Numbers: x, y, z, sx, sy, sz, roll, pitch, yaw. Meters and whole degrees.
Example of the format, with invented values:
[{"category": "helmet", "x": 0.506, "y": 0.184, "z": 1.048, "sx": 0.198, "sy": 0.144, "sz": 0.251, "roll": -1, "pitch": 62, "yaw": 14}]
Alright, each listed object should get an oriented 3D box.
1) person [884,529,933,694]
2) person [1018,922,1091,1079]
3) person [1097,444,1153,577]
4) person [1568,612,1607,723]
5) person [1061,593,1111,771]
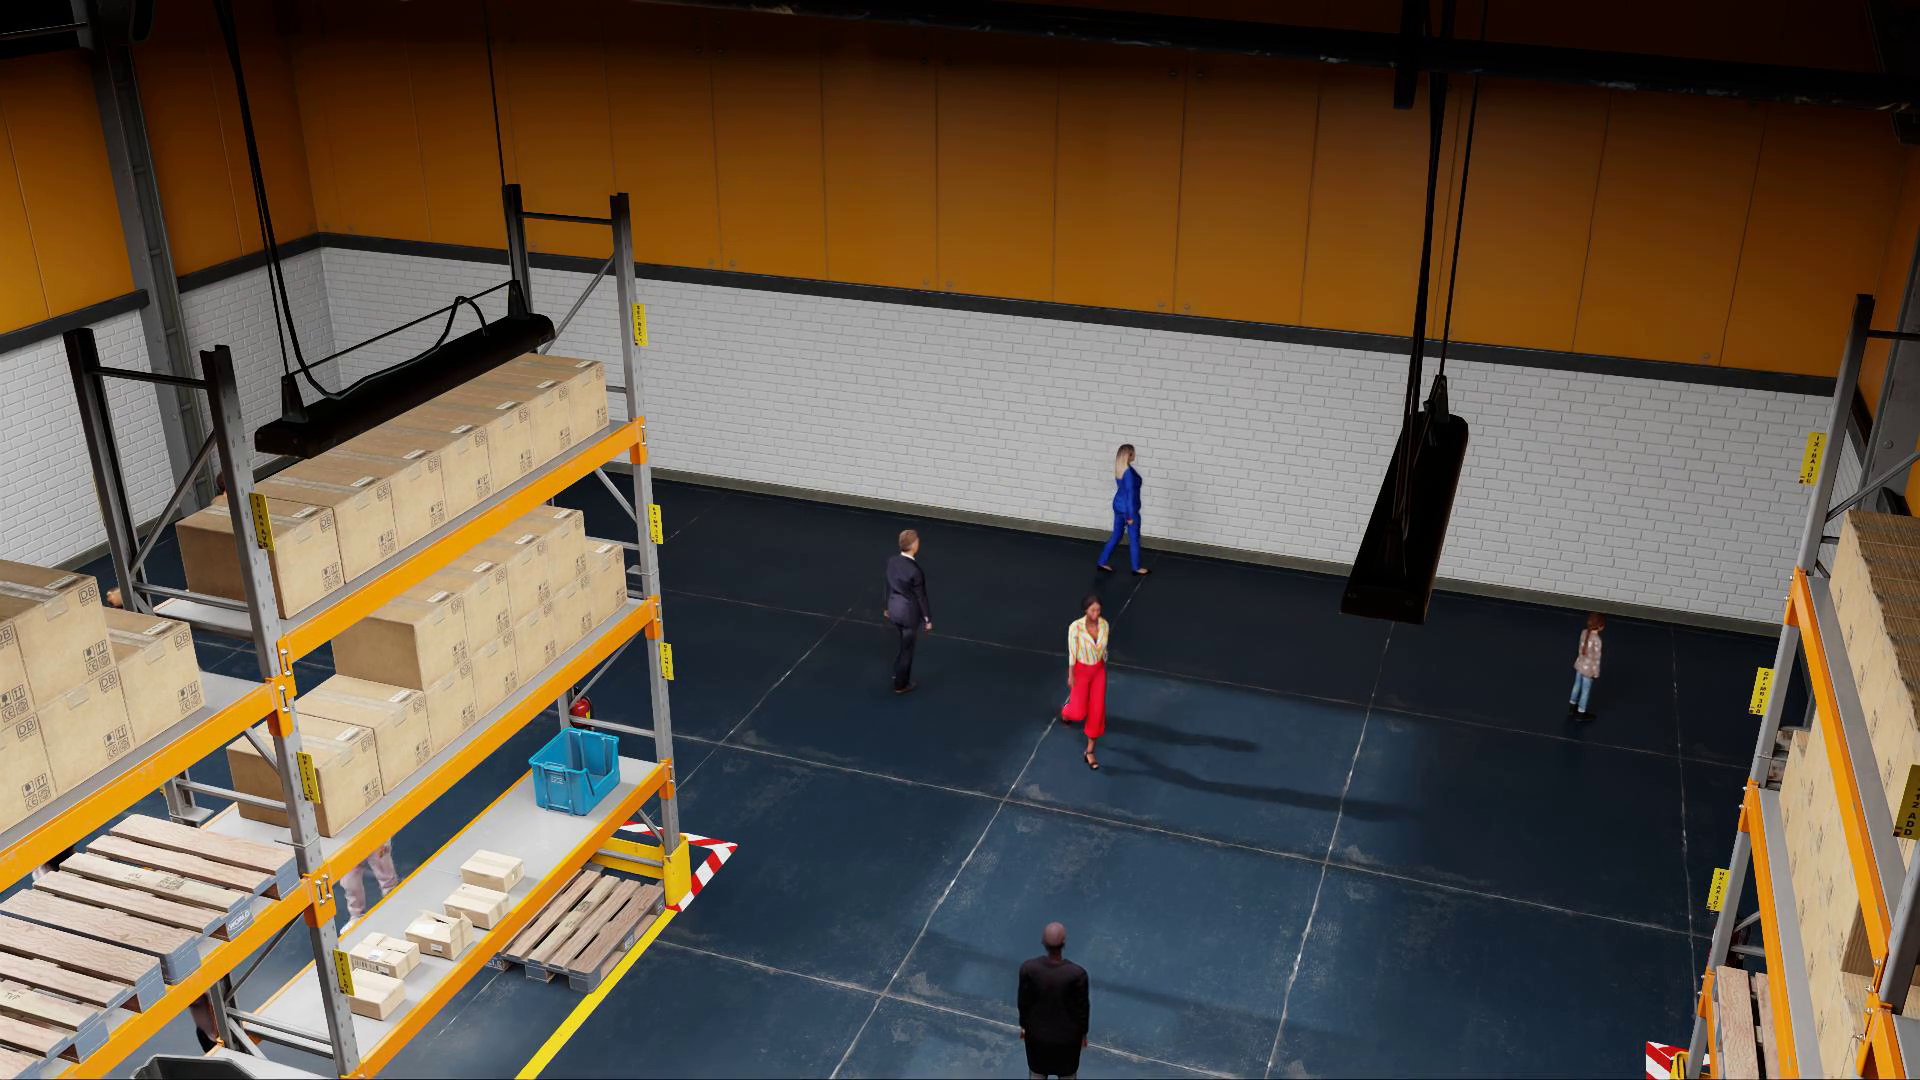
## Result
[{"category": "person", "x": -0.632, "y": 0.757, "z": 17.266, "sx": 0.828, "sy": 1.801, "sz": 0.831, "roll": -20, "pitch": 31, "yaw": -39}, {"category": "person", "x": 0.630, "y": 3.370, "z": 11.336, "sx": 0.678, "sy": 1.763, "sz": 0.607, "roll": 4, "pitch": 24, "yaw": 10}, {"category": "person", "x": 1.912, "y": -0.342, "z": 19.921, "sx": 0.985, "sy": 1.688, "sz": 0.966, "roll": -7, "pitch": 25, "yaw": -15}, {"category": "person", "x": 6.355, "y": 1.273, "z": 16.844, "sx": 0.610, "sy": 1.193, "sz": 0.529, "roll": -5, "pitch": 24, "yaw": -11}, {"category": "person", "x": 1.196, "y": 1.311, "z": 16.034, "sx": 0.966, "sy": 1.773, "sz": 1.055, "roll": -9, "pitch": 25, "yaw": -20}]
